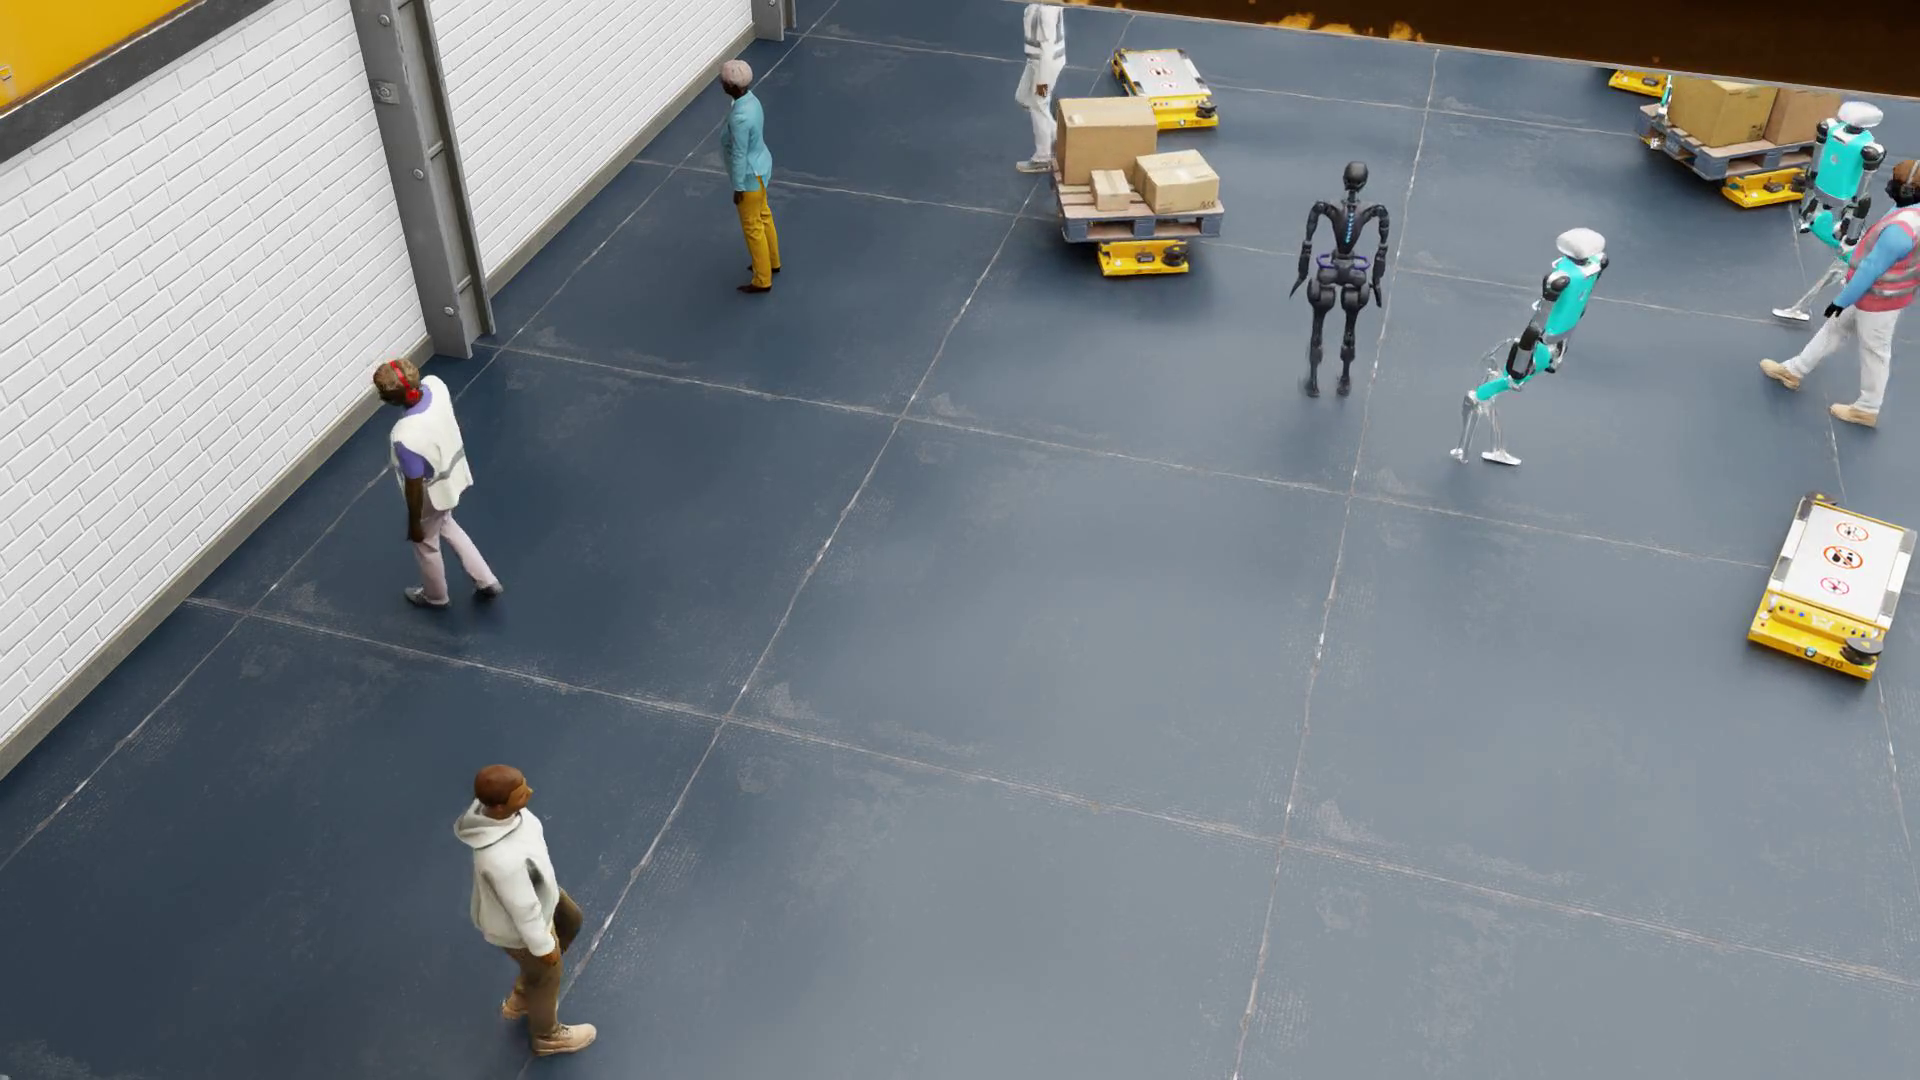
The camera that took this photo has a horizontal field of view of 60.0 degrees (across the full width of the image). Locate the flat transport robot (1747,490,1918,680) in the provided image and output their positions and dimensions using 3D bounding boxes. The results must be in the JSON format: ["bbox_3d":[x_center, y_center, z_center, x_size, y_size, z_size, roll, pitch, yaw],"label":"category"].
[{"bbox_3d":[5.117,0.232,9.715,0.659,0.231,1.431,22,44,25],"label":"flat transport robot"}]

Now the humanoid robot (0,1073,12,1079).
[{"bbox_3d":[-3.493,2.318,6.025,0.610,1.647,0.660,4,39,4],"label":"humanoid robot"}]

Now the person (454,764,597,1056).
[{"bbox_3d":[-1.786,1.544,6.900,0.457,1.747,0.545,-13,41,-16],"label":"person"}]

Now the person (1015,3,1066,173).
[{"bbox_3d":[0.657,-3.886,13.559,0.431,1.869,0.623,-3,39,-4],"label":"person"}]

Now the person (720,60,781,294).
[{"bbox_3d":[-1.550,-2.646,12.122,0.343,1.746,0.532,4,39,5],"label":"person"}]

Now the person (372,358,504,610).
[{"bbox_3d":[-2.950,-0.284,9.138,0.596,1.806,0.632,8,39,10],"label":"person"}]

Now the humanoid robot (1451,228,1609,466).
[{"bbox_3d":[3.441,-1.182,10.339,0.542,1.810,0.793,-28,46,-30],"label":"humanoid robot"}]

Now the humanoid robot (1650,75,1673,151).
[{"bbox_3d":[5.996,-3.960,13.652,0.533,1.677,0.735,20,43,23],"label":"humanoid robot"}]

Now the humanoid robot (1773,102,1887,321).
[{"bbox_3d":[6.211,-2.225,11.591,0.774,1.768,0.578,-14,41,-17],"label":"humanoid robot"}]

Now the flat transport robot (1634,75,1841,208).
[{"bbox_3d":[6.447,-3.227,14.018,0.659,0.231,1.431,-12,40,-14],"label":"flat transport robot"}]

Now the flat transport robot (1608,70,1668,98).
[{"bbox_3d":[6.636,-4.500,15.602,0.659,0.231,1.431,23,44,26],"label":"flat transport robot"}]

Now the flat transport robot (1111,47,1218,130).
[{"bbox_3d":[1.849,-4.126,15.137,0.659,0.231,1.431,-5,39,-7],"label":"flat transport robot"}]

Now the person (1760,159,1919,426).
[{"bbox_3d":[5.826,-1.630,10.802,0.897,1.800,0.643,23,44,26],"label":"person"}]

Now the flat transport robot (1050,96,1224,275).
[{"bbox_3d":[1.360,-2.519,13.138,0.659,0.231,1.431,-3,39,-3],"label":"flat transport robot"}]

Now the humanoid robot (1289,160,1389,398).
[{"bbox_3d":[2.510,-1.709,11.010,0.608,1.662,0.341,4,39,4],"label":"humanoid robot"}]
